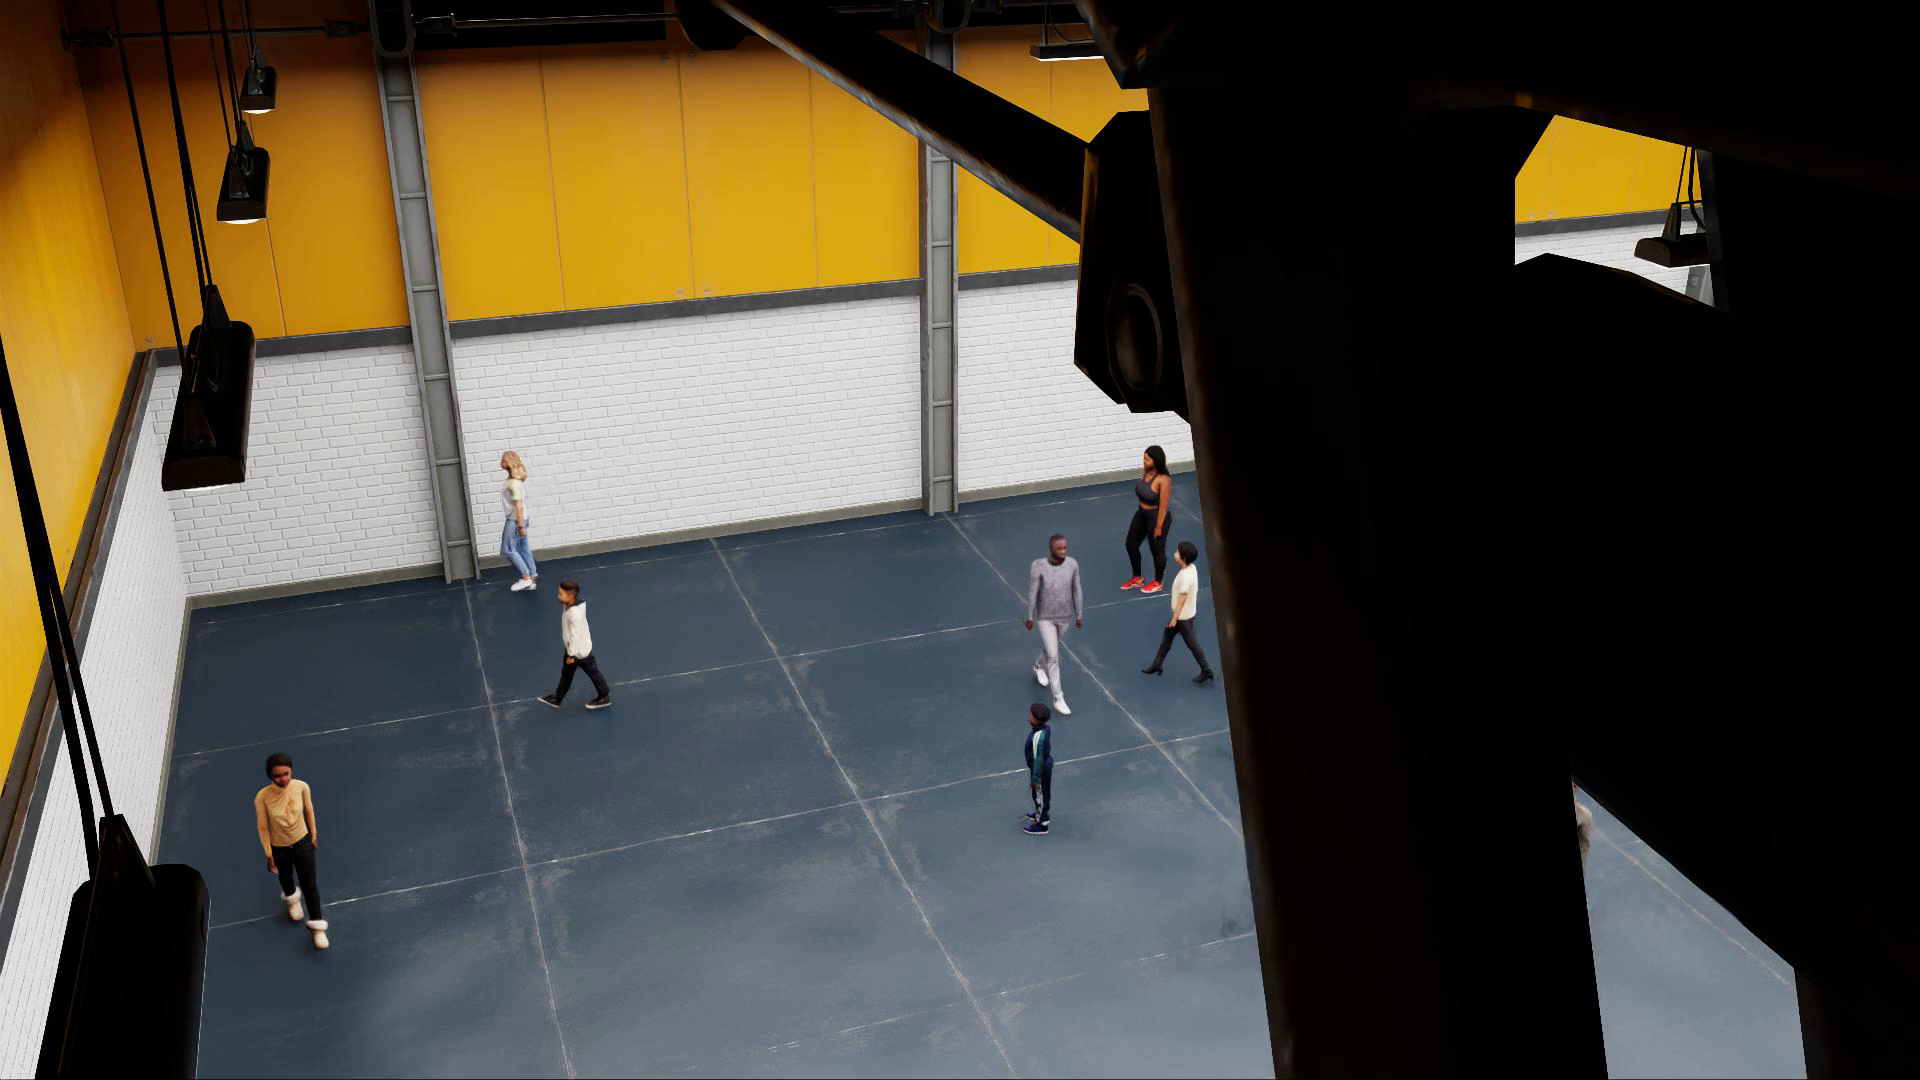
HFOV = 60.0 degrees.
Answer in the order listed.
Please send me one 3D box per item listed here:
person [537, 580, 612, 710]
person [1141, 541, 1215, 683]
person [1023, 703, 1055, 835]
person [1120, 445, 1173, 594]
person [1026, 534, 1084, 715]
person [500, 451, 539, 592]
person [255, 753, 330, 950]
[{"bbox_3d":[-3.714,1.052,16.510,0.947,1.419,0.665,-11,26,-23],"label":"person"},{"bbox_3d":[2.354,0.781,16.969,1.081,1.547,0.914,5,24,11],"label":"person"},{"bbox_3d":[0.703,1.984,14.582,0.602,1.256,0.571,5,24,11],"label":"person"},{"bbox_3d":[2.274,-0.249,19.005,0.776,1.804,0.740,-12,26,-26],"label":"person"},{"bbox_3d":[0.913,0.751,16.731,1.126,1.793,0.785,-9,25,-20],"label":"person"},{"bbox_3d":[-4.982,-0.219,19.047,0.667,1.716,0.678,-4,24,-9],"label":"person"},{"bbox_3d":[-5.335,2.393,13.194,1.063,1.618,0.738,-12,26,-25],"label":"person"}]
